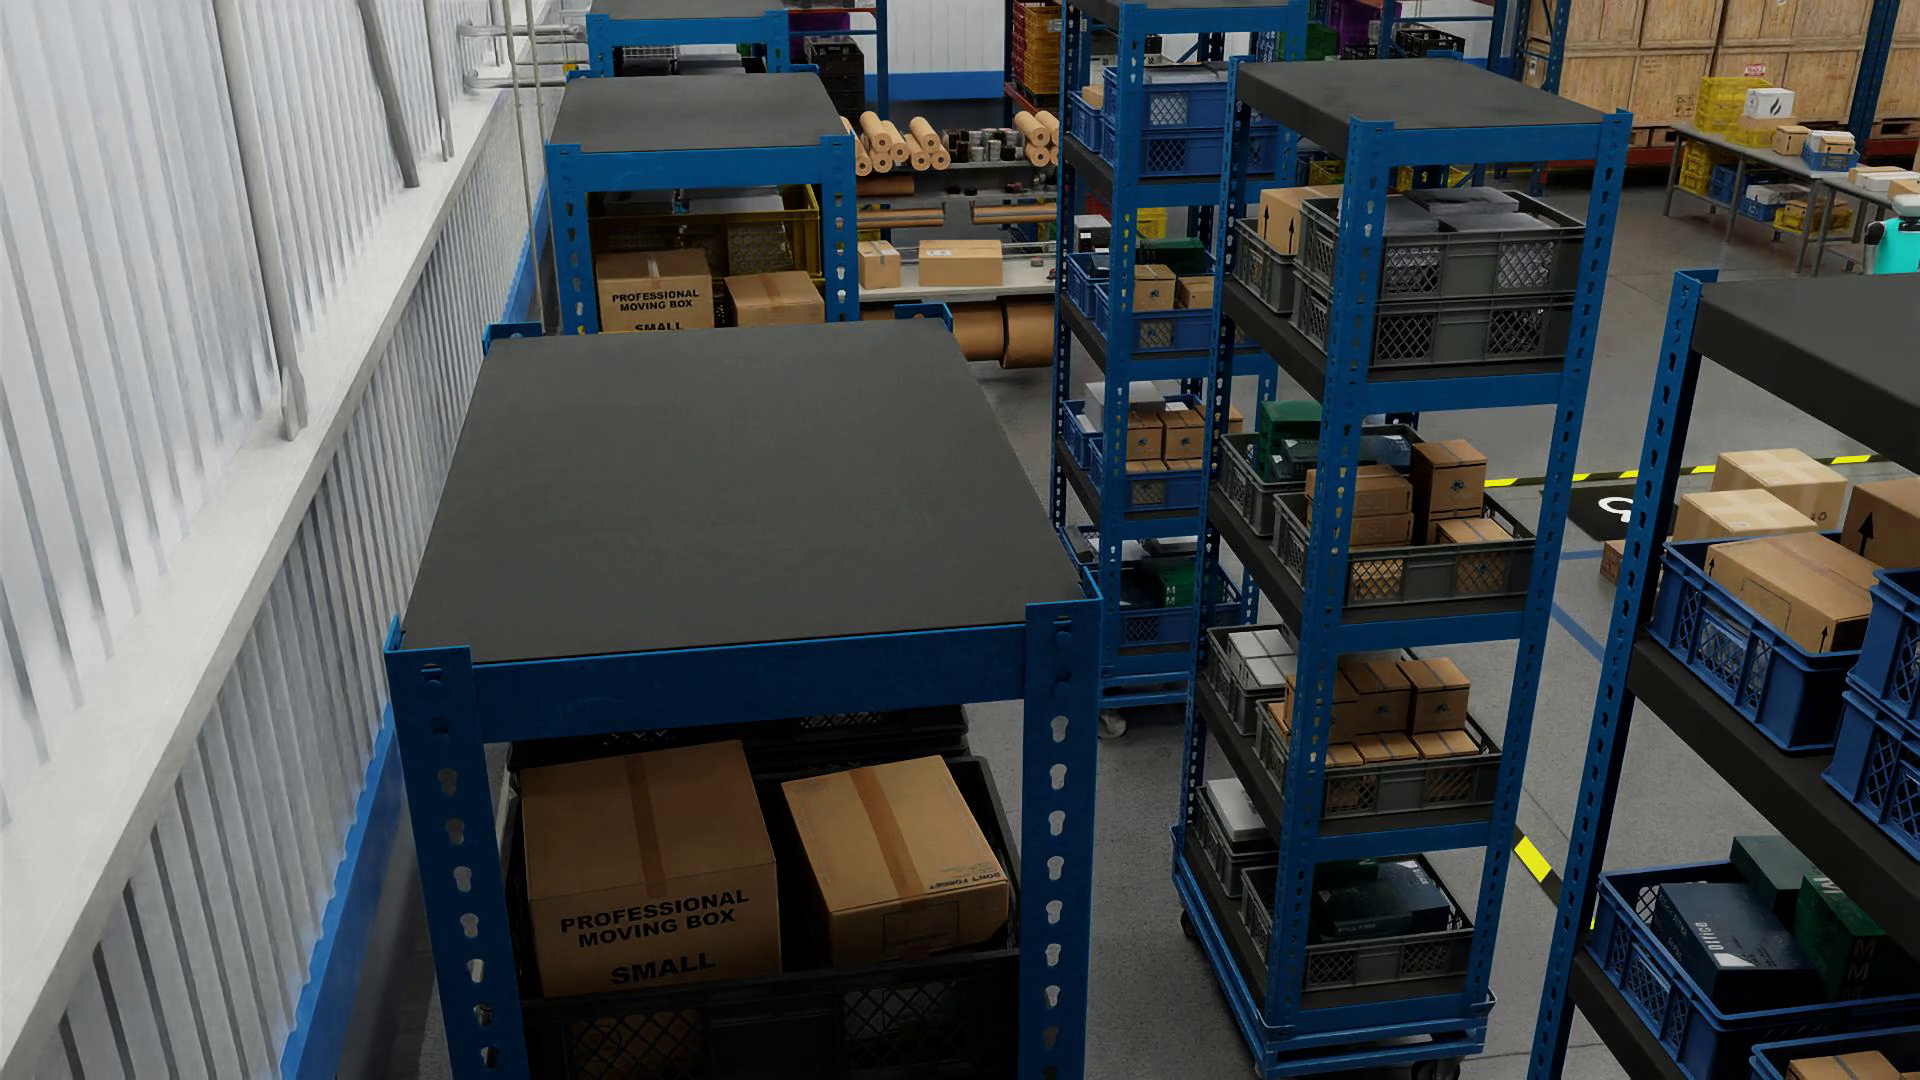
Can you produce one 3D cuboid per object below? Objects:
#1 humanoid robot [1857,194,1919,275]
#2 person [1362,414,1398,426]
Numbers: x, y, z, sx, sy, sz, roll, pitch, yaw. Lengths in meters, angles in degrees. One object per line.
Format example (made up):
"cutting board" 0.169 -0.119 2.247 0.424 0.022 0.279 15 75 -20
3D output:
"humanoid robot" 6.648 -1.545 11.734 0.533 1.681 0.735 1 25 2
"person" 1.946 0.185 8.003 0.588 1.852 0.369 -3 25 -6
